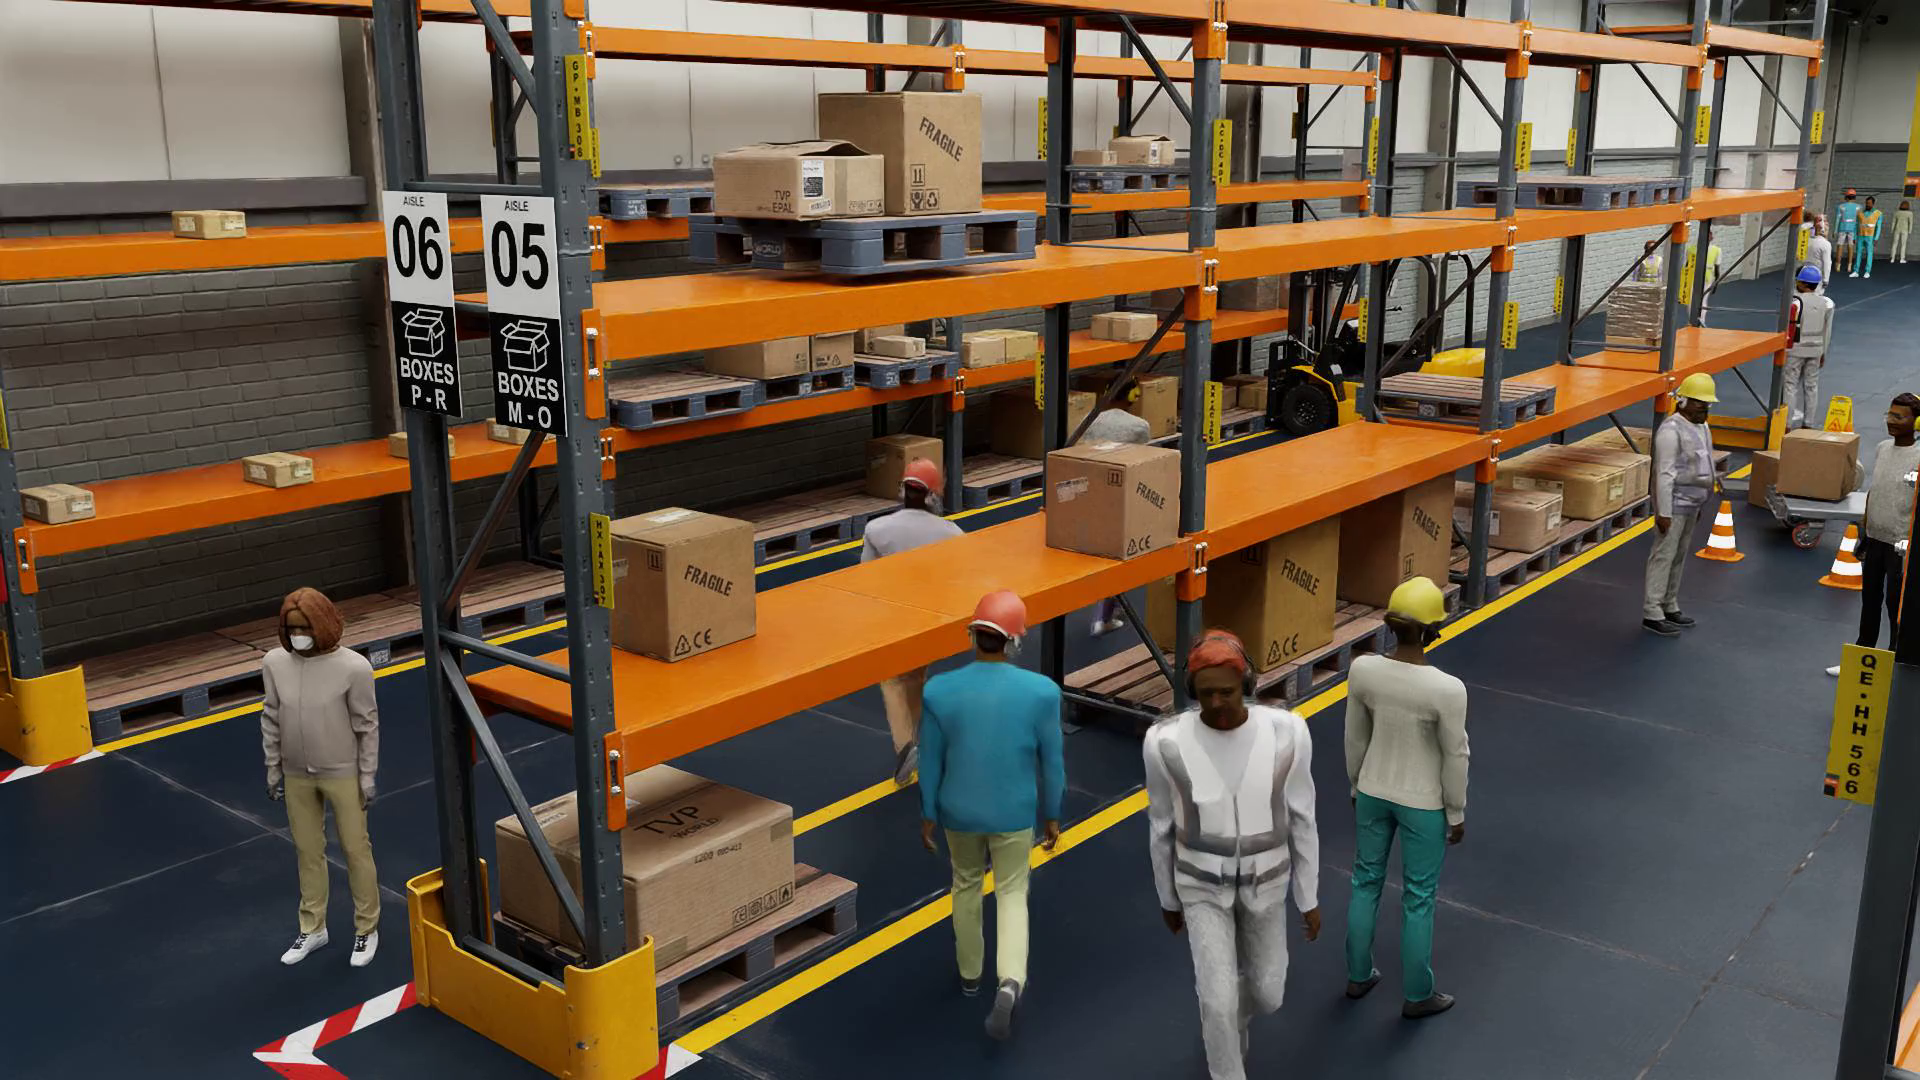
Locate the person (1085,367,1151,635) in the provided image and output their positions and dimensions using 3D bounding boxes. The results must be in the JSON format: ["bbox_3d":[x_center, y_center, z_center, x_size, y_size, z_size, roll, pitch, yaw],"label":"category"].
[{"bbox_3d":[1.153,-0.283,11.602,0.541,1.846,0.692,12,18,40],"label":"person"}]

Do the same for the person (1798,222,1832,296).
[{"bbox_3d":[14.908,-4.577,28.987,0.401,1.904,0.648,-4,14,-17],"label":"person"}]

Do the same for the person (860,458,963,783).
[{"bbox_3d":[-0.270,0.424,9.031,0.590,1.711,0.774,-2,14,-8],"label":"person"}]

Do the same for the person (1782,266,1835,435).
[{"bbox_3d":[9.607,-2.141,18.970,0.614,1.949,0.378,-2,14,-7],"label":"person"}]

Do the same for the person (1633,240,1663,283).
[{"bbox_3d":[11.703,-4.289,28.359,0.513,1.641,0.309,-1,14,-6],"label":"person"}]

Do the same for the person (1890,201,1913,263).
[{"bbox_3d":[25.097,-8.212,44.345,0.508,1.632,0.270,13,19,42],"label":"person"}]

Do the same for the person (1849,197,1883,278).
[{"bbox_3d":[21.739,-7.261,39.888,0.390,1.917,0.591,-11,18,-39],"label":"person"}]

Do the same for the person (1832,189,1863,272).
[{"bbox_3d":[22.142,-7.733,41.553,0.615,2.038,0.395,3,14,11],"label":"person"}]

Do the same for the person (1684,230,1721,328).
[{"bbox_3d":[12.658,-4.408,28.454,0.591,1.825,0.527,9,16,32],"label":"person"}]

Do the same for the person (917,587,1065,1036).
[{"bbox_3d":[0.118,1.050,6.462,0.579,1.724,0.702,0,14,2],"label":"person"}]

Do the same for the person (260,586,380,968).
[{"bbox_3d":[-2.649,0.982,6.912,0.497,1.632,0.289,2,14,7],"label":"person"}]

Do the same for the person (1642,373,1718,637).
[{"bbox_3d":[5.009,-0.255,11.543,0.404,1.828,0.592,13,19,43],"label":"person"}]

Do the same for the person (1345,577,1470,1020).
[{"bbox_3d":[1.747,1.008,6.530,0.522,1.770,0.308,13,19,42],"label":"person"}]

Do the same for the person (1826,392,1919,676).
[{"bbox_3d":[5.795,0.007,10.386,0.328,1.876,0.514,-3,14,-13],"label":"person"}]

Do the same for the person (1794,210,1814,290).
[{"bbox_3d":[18.057,-6.136,35.552,0.524,1.810,0.956,5,15,19],"label":"person"}]

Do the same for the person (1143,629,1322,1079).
[{"bbox_3d":[0.917,1.161,5.711,0.611,1.863,0.708,0,14,1],"label":"person"}]

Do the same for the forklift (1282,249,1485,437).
[{"bbox_3d":[4.886,-2.214,18.767,2.313,2.155,1.214,11,18,38],"label":"forklift"}]
